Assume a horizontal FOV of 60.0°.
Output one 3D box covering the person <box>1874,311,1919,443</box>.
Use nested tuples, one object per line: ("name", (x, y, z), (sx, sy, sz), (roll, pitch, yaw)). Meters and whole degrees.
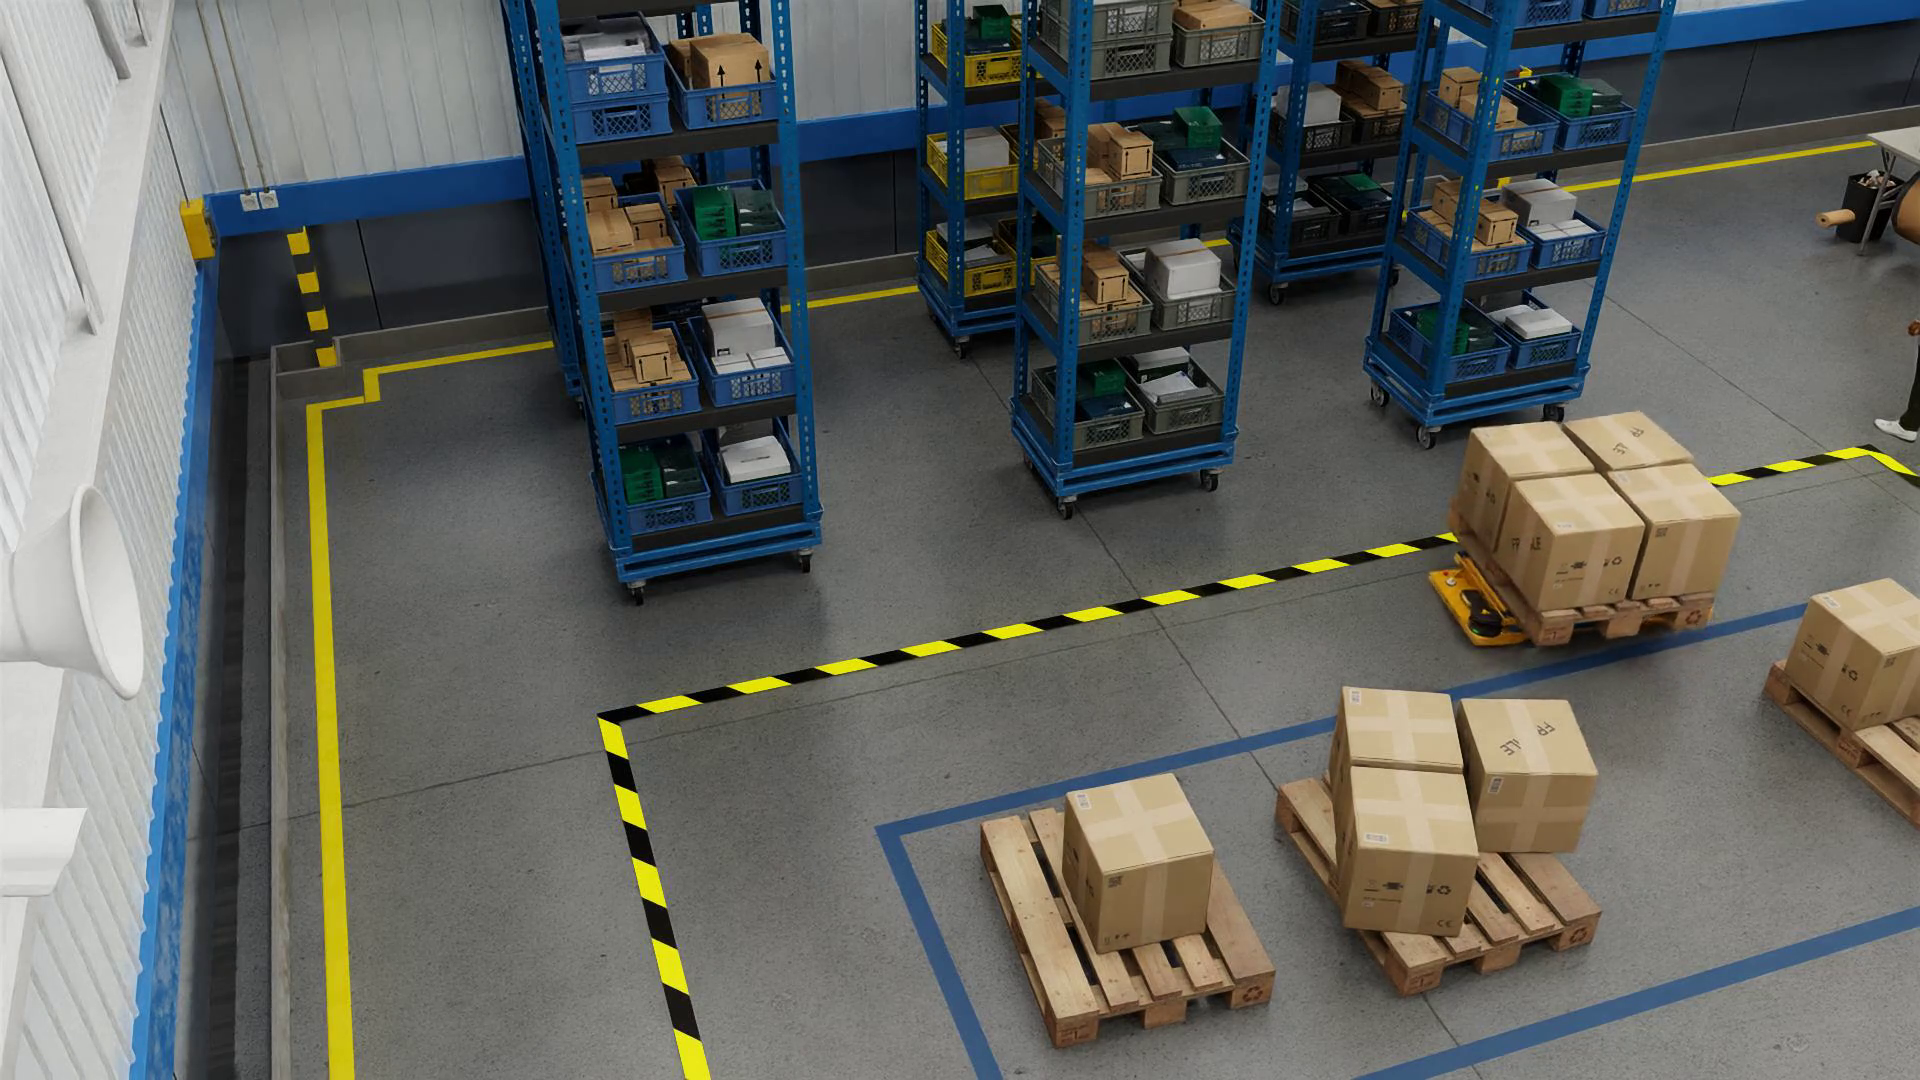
("person", (6.448, -1.500, 10.813), (0.587, 1.848, 0.398), (-11, 37, -15))

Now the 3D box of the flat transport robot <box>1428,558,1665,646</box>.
("flat transport robot", (3.531, 0.272, 9.645), (1.431, 0.197, 0.652), (-6, 36, -8))
